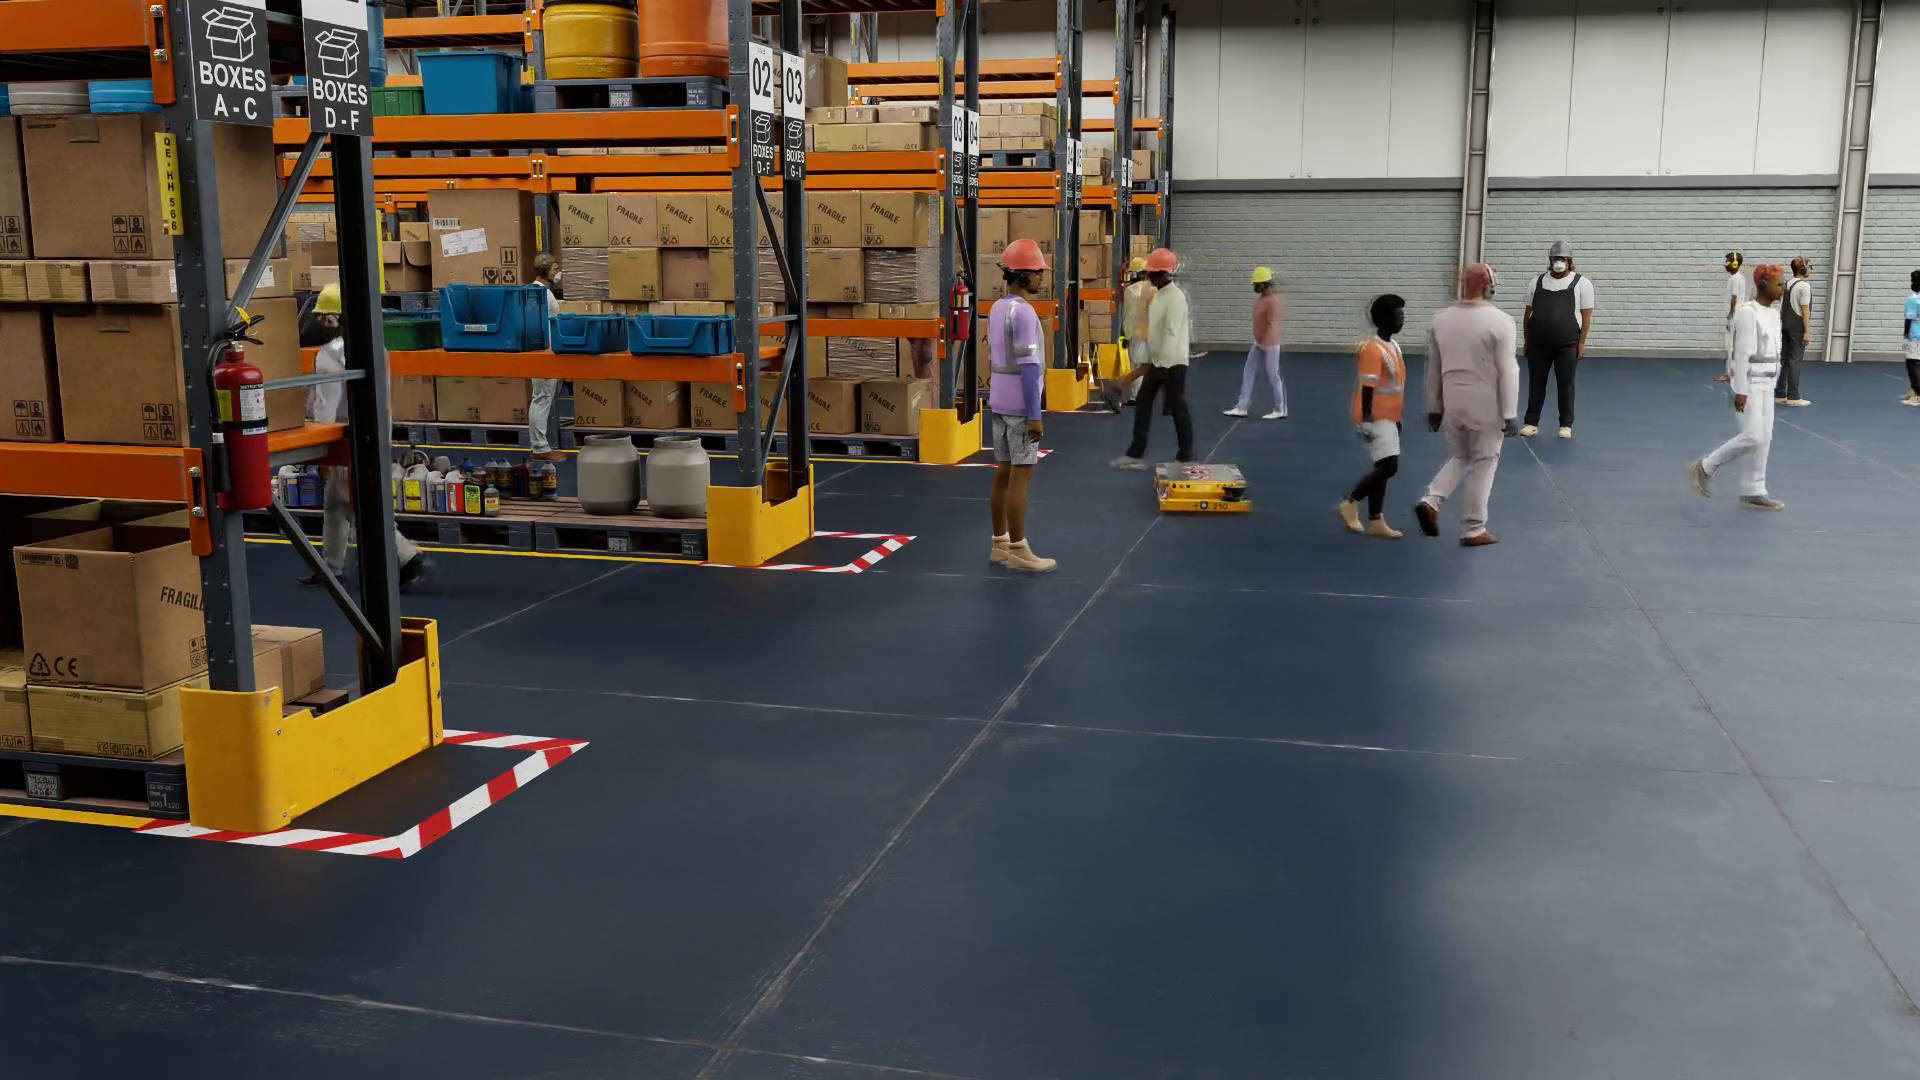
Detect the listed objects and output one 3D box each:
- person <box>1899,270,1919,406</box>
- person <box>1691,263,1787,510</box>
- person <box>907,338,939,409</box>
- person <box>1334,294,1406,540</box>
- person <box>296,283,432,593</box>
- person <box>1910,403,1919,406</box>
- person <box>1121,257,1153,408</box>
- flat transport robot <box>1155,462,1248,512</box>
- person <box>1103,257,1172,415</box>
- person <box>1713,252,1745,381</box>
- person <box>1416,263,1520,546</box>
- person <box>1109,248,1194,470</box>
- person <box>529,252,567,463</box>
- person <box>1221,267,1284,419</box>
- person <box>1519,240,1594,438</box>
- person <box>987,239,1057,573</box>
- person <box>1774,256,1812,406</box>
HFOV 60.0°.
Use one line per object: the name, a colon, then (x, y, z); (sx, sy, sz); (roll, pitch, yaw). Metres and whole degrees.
person: (11.889, -2.511, 20.684); (0.558, 1.670, 0.556); (-6, 12, -28)
person: (5.999, -1.162, 12.655); (0.601, 1.870, 0.588); (-9, 13, -40)
person: (-0.405, -2.033, 17.382); (0.403, 1.904, 0.651); (-2, 10, -11)
person: (2.857, -0.827, 11.290); (0.383, 1.681, 0.545); (6, 12, 28)
person: (-3.478, -0.576, 9.594); (0.848, 1.801, 0.597); (1, 10, 7)
person: (12.135, -2.498, 20.515); (0.679, 1.712, 0.502); (-4, 11, -19)
person: (2.177, -2.524, 20.294); (0.404, 1.834, 0.591); (10, 14, 43)
flat transport robot: (1.872, -0.426, 13.003); (0.652, 0.197, 1.431); (1, 10, 5)
person: (2.173, -2.389, 19.363); (0.920, 1.912, 0.547); (-1, 10, -8)
person: (11.179, -3.226, 24.106); (0.329, 1.866, 0.522); (6, 12, 28)
person: (3.390, -0.881, 11.037); (0.514, 1.891, 0.648); (-6, 12, -31)
person: (1.691, -1.546, 14.509); (0.877, 1.958, 0.642); (-2, 10, -12)
person: (-3.837, -1.677, 15.351); (0.375, 1.931, 0.626); (-3, 11, -16)
person: (3.361, -2.210, 18.832); (0.829, 1.720, 0.540); (-3, 11, -16)
person: (6.162, -2.078, 17.252); (0.682, 2.000, 0.537); (7, 12, 32)
person: (0.376, -0.823, 10.287); (0.378, 2.045, 0.605); (-4, 11, -19)
person: (10.317, -2.572, 20.529); (0.345, 1.847, 0.506); (-1, 10, -7)
